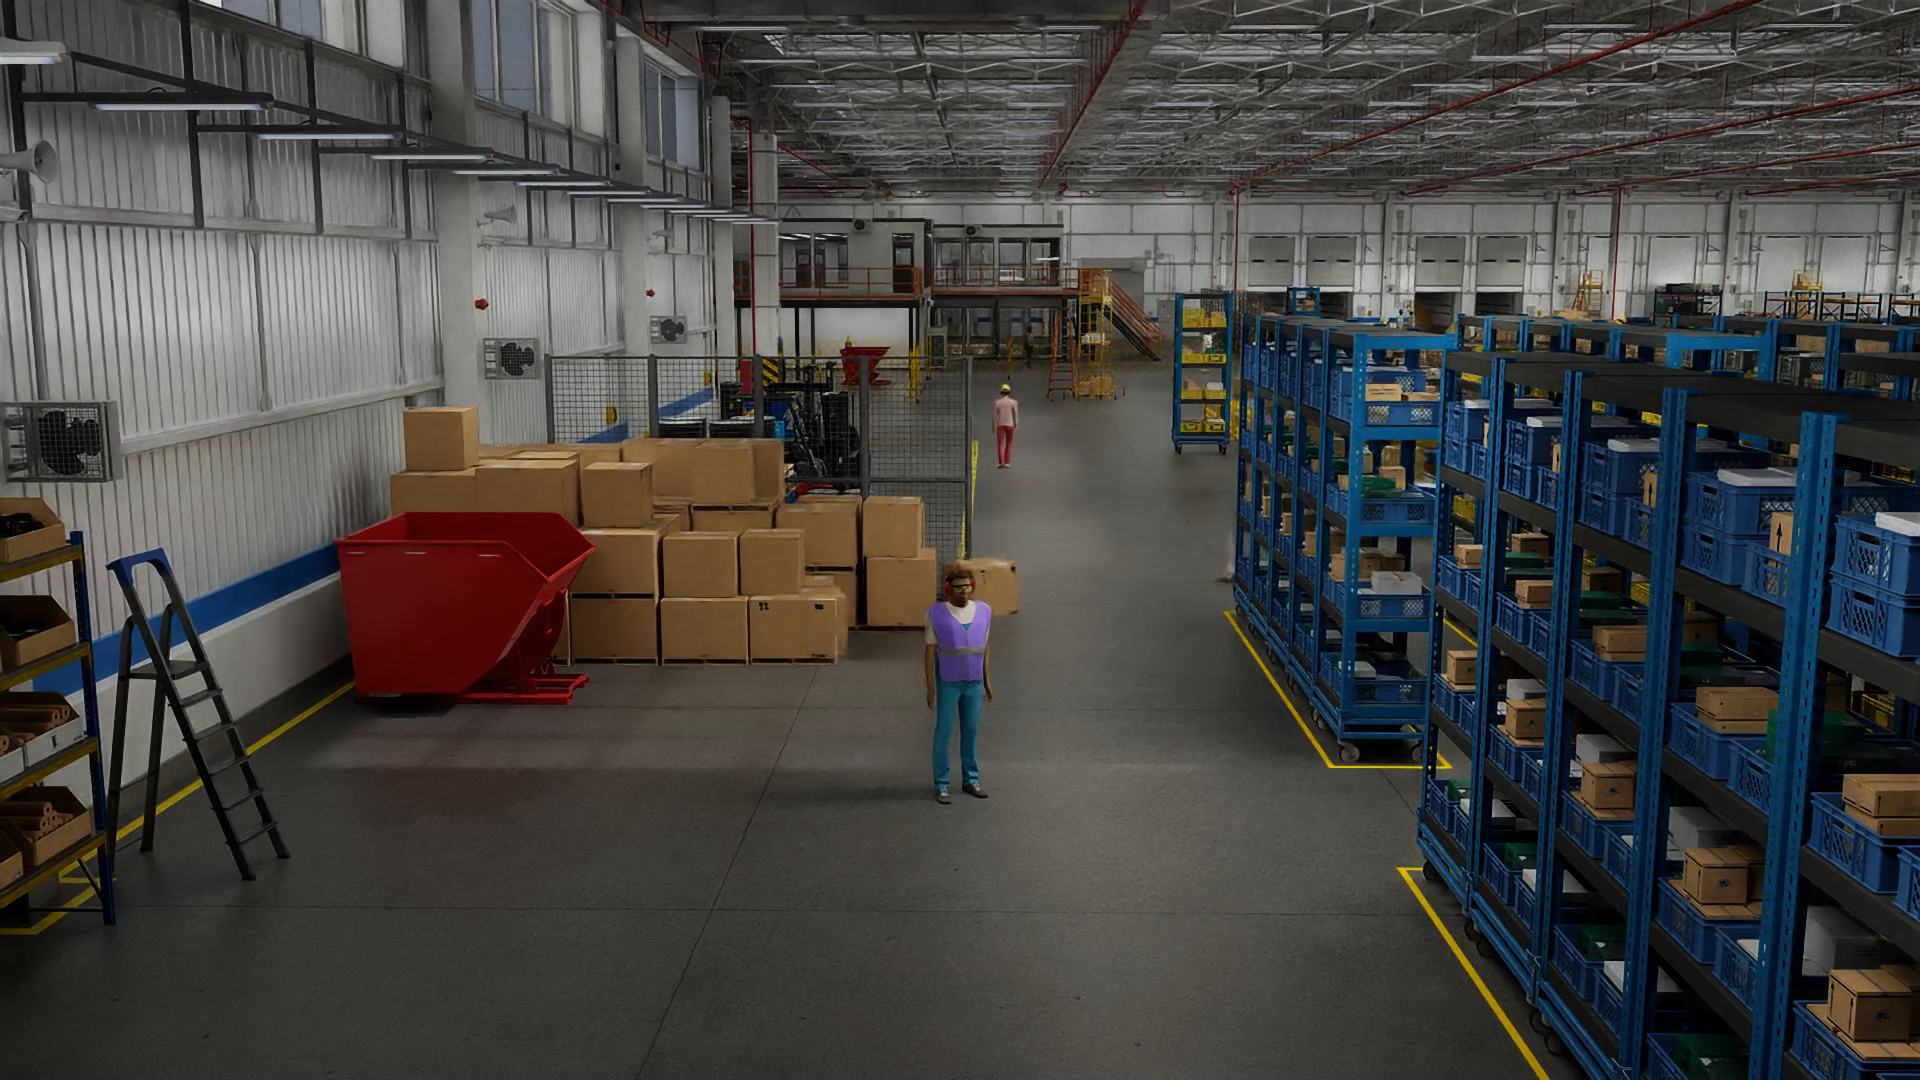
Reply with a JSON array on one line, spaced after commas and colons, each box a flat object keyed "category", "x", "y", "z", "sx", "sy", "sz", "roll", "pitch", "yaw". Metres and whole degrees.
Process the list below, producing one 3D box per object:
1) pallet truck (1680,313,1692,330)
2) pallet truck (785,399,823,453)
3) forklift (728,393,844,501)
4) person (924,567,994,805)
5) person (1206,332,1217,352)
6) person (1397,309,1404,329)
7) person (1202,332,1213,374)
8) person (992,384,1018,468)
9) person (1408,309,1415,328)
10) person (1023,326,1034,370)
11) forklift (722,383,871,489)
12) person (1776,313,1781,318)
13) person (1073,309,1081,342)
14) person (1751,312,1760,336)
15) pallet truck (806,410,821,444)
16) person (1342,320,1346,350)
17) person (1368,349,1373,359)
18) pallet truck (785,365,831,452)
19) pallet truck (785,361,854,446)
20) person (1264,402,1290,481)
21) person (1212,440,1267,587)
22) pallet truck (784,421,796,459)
[{"category": "pallet truck", "x": 36.315, "y": -10.531, "z": 84.244, "sx": 0.823, "sy": 1.965, "sz": 1.885, "roll": -6, "pitch": 11, "yaw": -33}, {"category": "pallet truck", "x": -3.814, "y": -2.432, "z": 36.419, "sx": 1.630, "sy": 1.274, "sz": 0.653, "roll": 0, "pitch": 9, "yaw": 1}, {"category": "forklift", "x": -2.979, "y": -1.316, "z": 26.476, "sx": 2.680, "sy": 1.987, "sz": 1.157, "roll": 0, "pitch": 9, "yaw": 1}, {"category": "person", "x": -0.015, "y": 1.108, "z": 12.910, "sx": 0.569, "sy": 1.844, "sz": 0.378, "roll": -5, "pitch": 10, "yaw": -27}, {"category": "person", "x": 12.224, "y": -9.920, "z": 80.826, "sx": 0.605, "sy": 1.892, "sz": 0.883, "roll": -1, "pitch": 9, "yaw": -9}, {"category": "person", "x": 24.799, "y": -12.042, "z": 93.702, "sx": 0.379, "sy": 1.950, "sz": 0.609, "roll": 7, "pitch": 12, "yaw": 38}, {"category": "person", "x": 9.783, "y": -7.494, "z": 65.987, "sx": 0.365, "sy": 1.860, "sz": 0.750, "roll": 6, "pitch": 11, "yaw": 32}, {"category": "person", "x": 0.939, "y": -2.361, "z": 34.602, "sx": 0.530, "sy": 1.753, "sz": 0.414, "roll": 1, "pitch": 9, "yaw": 6}, {"category": "person", "x": 25.750, "y": -12.228, "z": 94.923, "sx": 0.368, "sy": 1.928, "sz": 0.585, "roll": 0, "pitch": 9, "yaw": 0}, {"category": "person", "x": 2.791, "y": -7.865, "z": 68.330, "sx": 0.512, "sy": 1.828, "sz": 0.653, "roll": 9, "pitch": 13, "yaw": 43}, {"category": "forklift", "x": -2.893, "y": -1.687, "z": 28.729, "sx": 2.680, "sy": 1.987, "sz": 1.157, "roll": 0, "pitch": 9, "yaw": -1}, {"category": "person", "x": 42.250, "y": -10.781, "z": 86.025, "sx": 0.584, "sy": 1.919, "sz": 0.382, "roll": 6, "pitch": 11, "yaw": 34}, {"category": "person", "x": 6.823, "y": -12.370, "z": 95.882, "sx": 0.586, "sy": 1.908, "sz": 0.385, "roll": -4, "pitch": 10, "yaw": -21}, {"category": "person", "x": 42.578, "y": -11.243, "z": 88.996, "sx": 1.023, "sy": 1.879, "sz": 0.573, "roll": 1, "pitch": 9, "yaw": 7}, {"category": "pallet truck", "x": -3.559, "y": -2.018, "z": 33.905, "sx": 1.522, "sy": 1.261, "sz": 0.704, "roll": 0, "pitch": 9, "yaw": -1}, {"category": "person", "x": 17.640, "y": -9.171, "z": 76.259, "sx": 0.461, "sy": 1.871, "sz": 0.577, "roll": -7, "pitch": 12, "yaw": -38}, {"category": "person", "x": 12.997, "y": -5.251, "z": 52.225, "sx": 0.404, "sy": 1.824, "sz": 0.586, "roll": 0, "pitch": 9, "yaw": -3}, {"category": "pallet truck", "x": -3.774, "y": -2.976, "z": 37.635, "sx": 1.885, "sy": 1.965, "sz": 0.823, "roll": 1, "pitch": 9, "yaw": 5}, {"category": "pallet truck", "x": -3.410, "y": -3.193, "z": 38.978, "sx": 1.885, "sy": 1.965, "sz": 0.823, "roll": 0, "pitch": 9, "yaw": -1}, {"category": "person", "x": 5.327, "y": -1.413, "z": 27.909, "sx": 0.633, "sy": 2.021, "sz": 0.466, "roll": -2, "pitch": 9, "yaw": -10}, {"category": "person", "x": 3.661, "y": -0.364, "z": 21.646, "sx": 0.861, "sy": 1.961, "sz": 0.643, "roll": 3, "pitch": 10, "yaw": 18}, {"category": "pallet truck", "x": -4.013, "y": -1.793, "z": 32.705, "sx": 1.601, "sy": 1.201, "sz": 0.680, "roll": 0, "pitch": 9, "yaw": 1}]
